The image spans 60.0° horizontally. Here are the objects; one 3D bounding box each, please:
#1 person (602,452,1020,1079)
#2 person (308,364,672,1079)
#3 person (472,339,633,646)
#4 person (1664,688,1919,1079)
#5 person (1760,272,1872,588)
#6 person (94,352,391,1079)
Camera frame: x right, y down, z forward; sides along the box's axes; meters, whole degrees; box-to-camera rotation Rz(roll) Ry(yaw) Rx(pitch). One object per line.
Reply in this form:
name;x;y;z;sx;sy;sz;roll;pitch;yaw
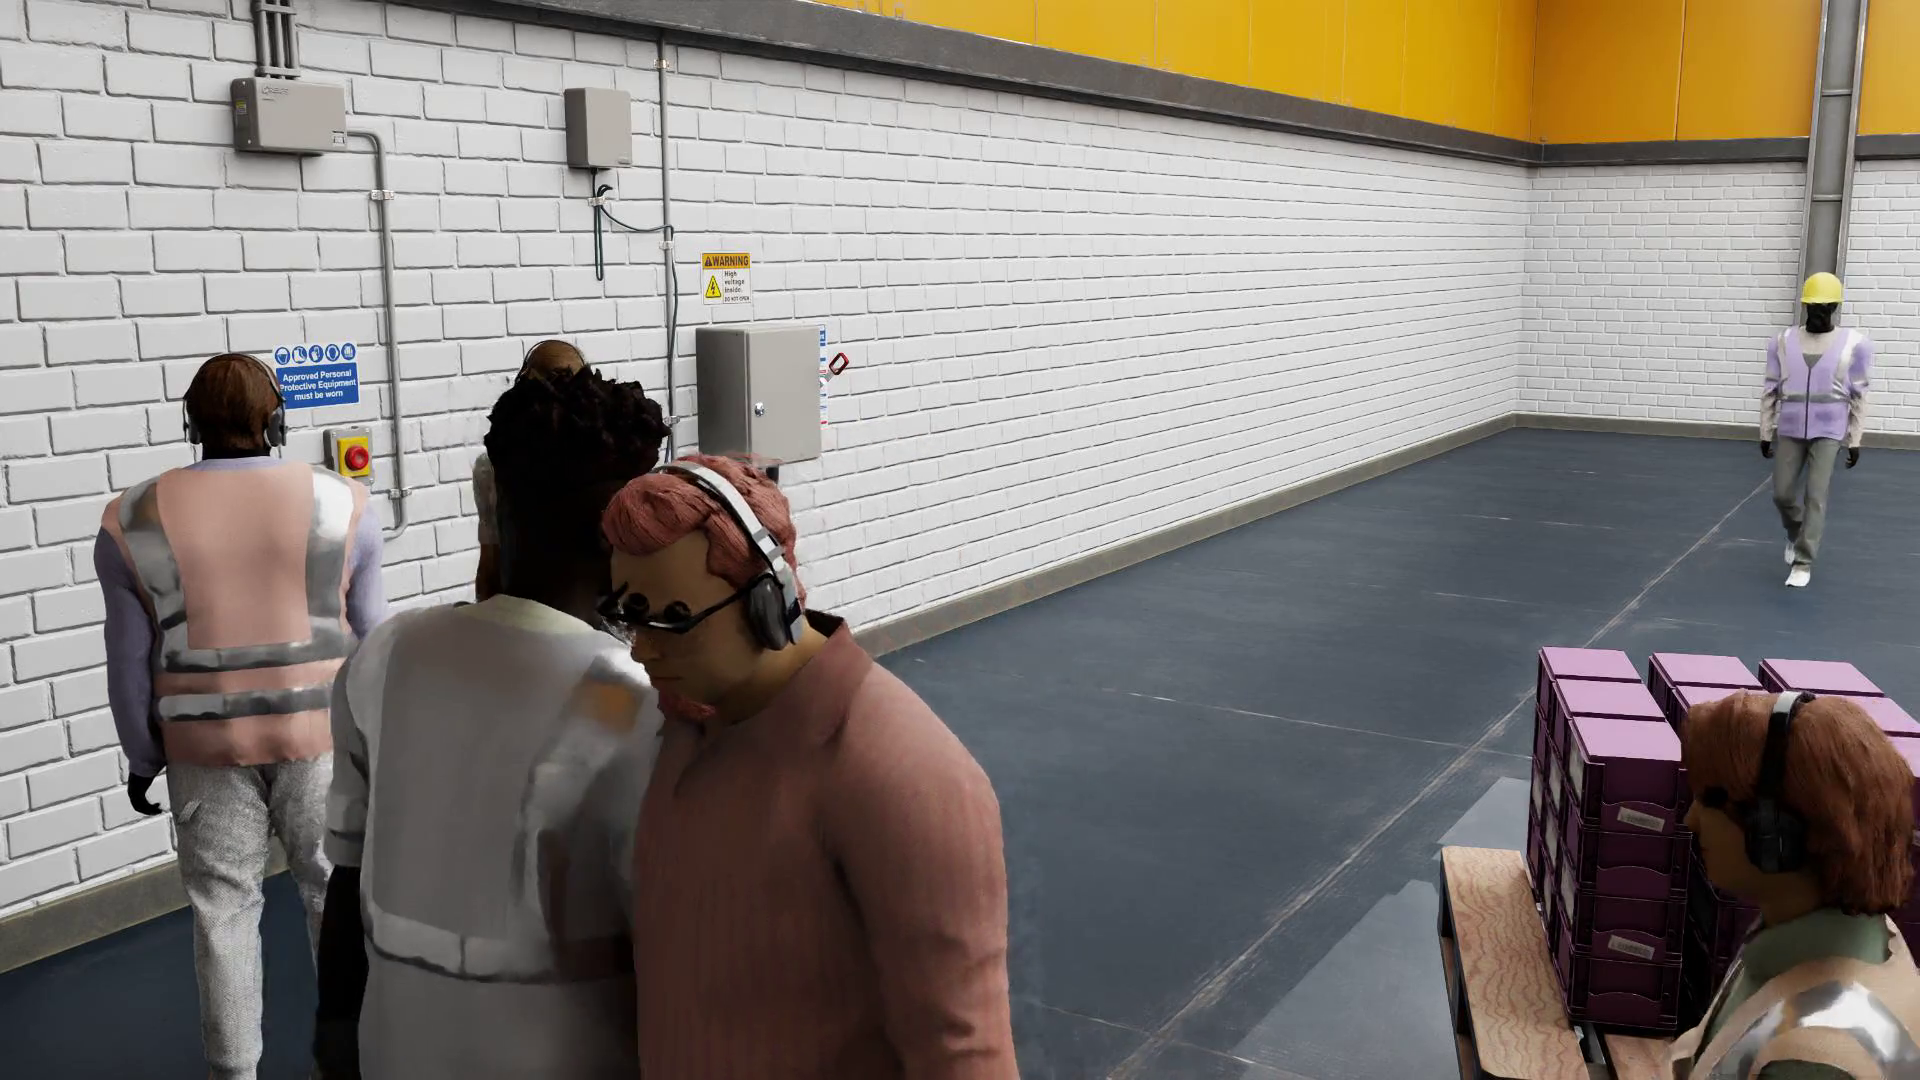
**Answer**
person;-0.259;0.818;2.050;0.926;1.848;0.663;-7;12;-33
person;-0.592;0.729;2.324;0.662;1.931;0.614;6;12;28
person;-1.131;0.341;4.778;0.509;1.833;0.362;1;10;6
person;0.935;0.966;1.870;0.377;1.623;0.523;5;11;26
person;5.242;-0.683;10.212;0.592;1.913;0.620;9;13;39
person;-1.669;0.478;3.974;0.624;1.845;0.430;-4;11;-20
